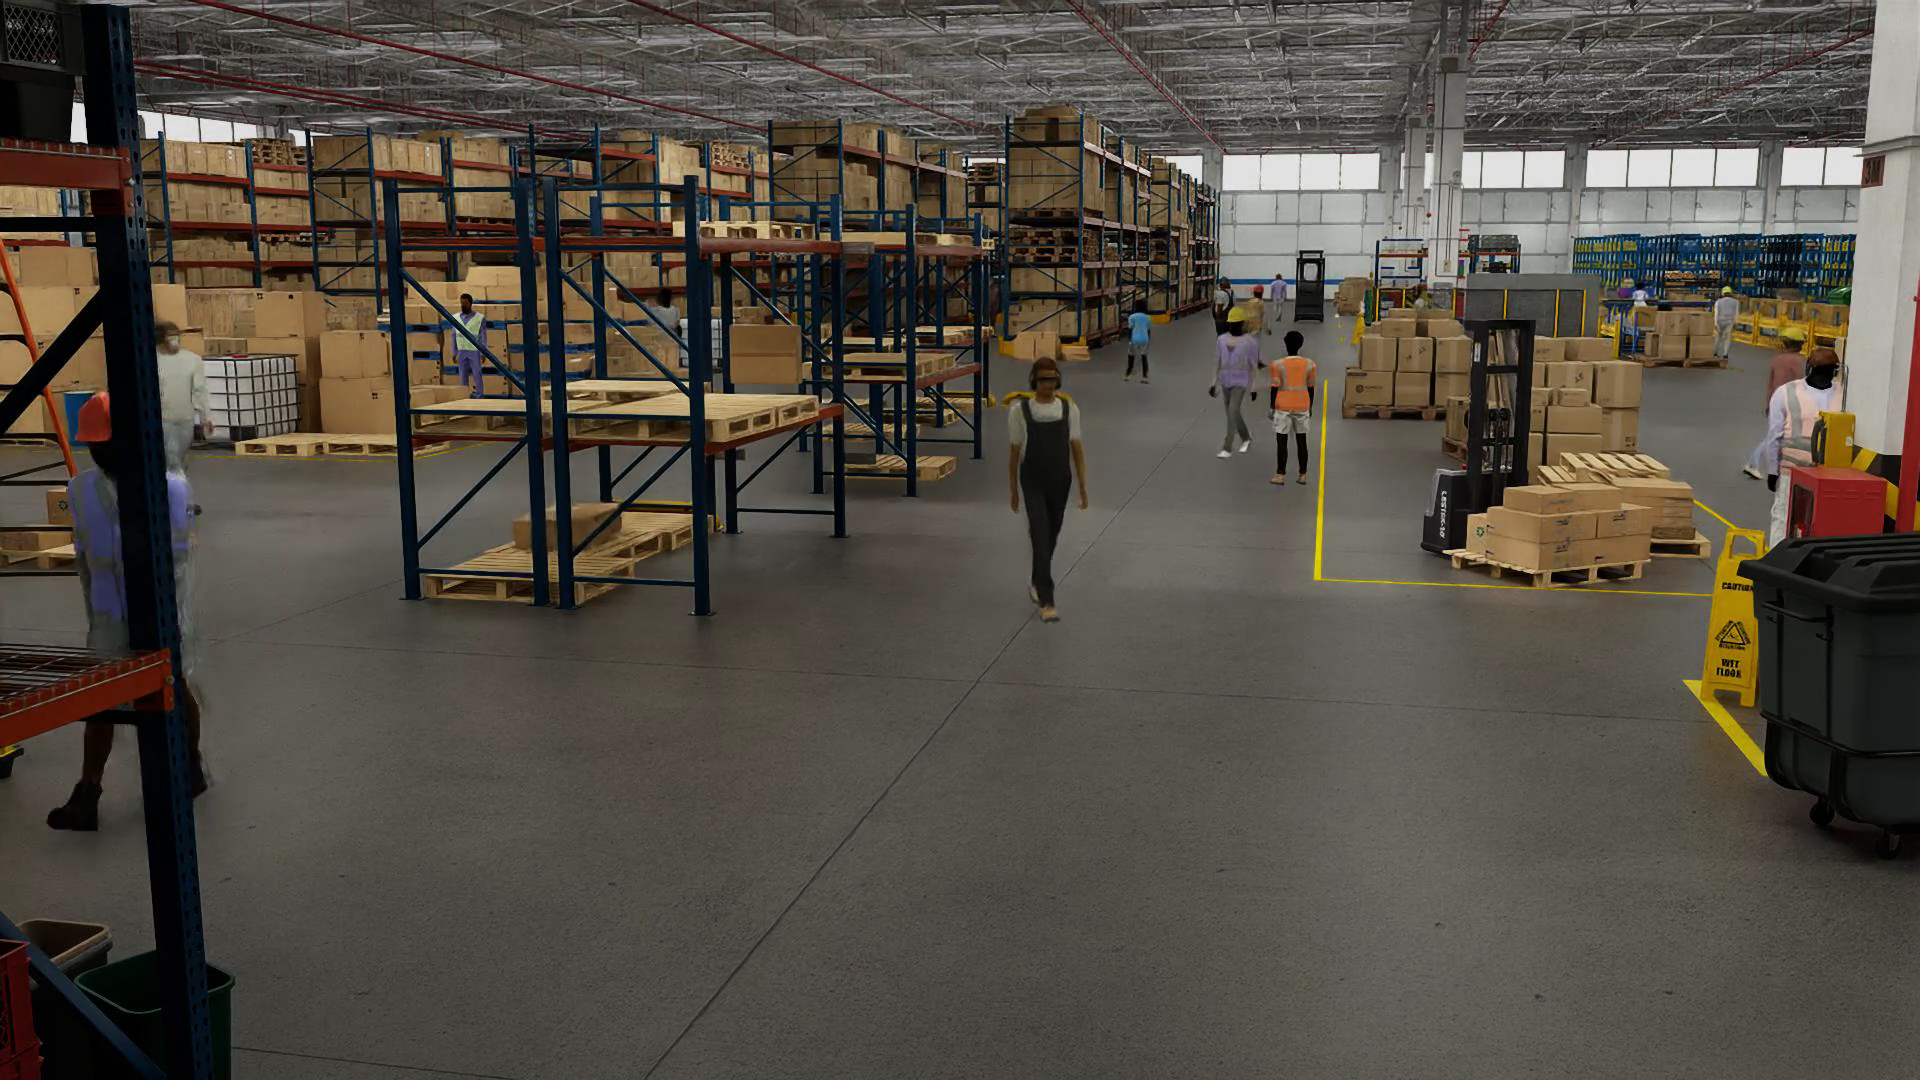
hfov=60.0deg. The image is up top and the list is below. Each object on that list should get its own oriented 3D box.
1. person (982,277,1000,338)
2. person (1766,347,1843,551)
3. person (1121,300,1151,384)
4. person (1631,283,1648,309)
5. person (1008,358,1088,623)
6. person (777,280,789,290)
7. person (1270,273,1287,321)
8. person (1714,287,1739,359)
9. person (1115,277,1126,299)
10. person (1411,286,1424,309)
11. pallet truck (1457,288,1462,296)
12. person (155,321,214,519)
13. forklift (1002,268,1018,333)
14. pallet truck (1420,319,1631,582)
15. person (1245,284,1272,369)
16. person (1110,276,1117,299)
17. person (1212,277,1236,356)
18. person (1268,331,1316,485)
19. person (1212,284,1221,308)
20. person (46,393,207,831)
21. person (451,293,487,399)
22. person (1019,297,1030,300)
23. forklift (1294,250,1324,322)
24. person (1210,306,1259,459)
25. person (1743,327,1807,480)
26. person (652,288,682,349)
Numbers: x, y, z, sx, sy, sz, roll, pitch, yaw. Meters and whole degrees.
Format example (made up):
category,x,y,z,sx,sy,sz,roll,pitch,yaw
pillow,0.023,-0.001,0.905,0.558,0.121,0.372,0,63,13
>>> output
category,x,y,z,sx,sy,sz,roll,pitch,yaw
person,0.972,-7.344,52.571,0.655,1.906,0.407,-5,11,-28
person,6.252,-0.494,12.225,0.620,1.838,0.429,1,10,7
person,3.546,-3.977,33.329,0.552,1.657,0.833,-4,10,-23
person,23.758,-8.154,58.149,0.569,1.634,0.916,2,10,10
person,0.598,-0.382,11.676,0.530,1.806,0.946,-2,10,-12
person,-7.695,-10.688,72.366,0.553,1.915,0.782,1,10,3
person,12.701,-9.682,66.404,0.659,1.908,0.750,2,10,10
person,19.097,-5.428,41.566,0.591,1.785,0.915,2,10,11
person,8.242,-12.864,85.305,0.671,1.898,0.689,-3,10,-19
person,10.687,-5.023,38.993,0.397,1.851,0.551,5,11,29
pallet truck,20.506,-9.785,68.819,0.653,1.274,1.630,2,10,12
person,-7.556,-1.156,16.015,1.026,1.890,0.638,8,13,40
forklift,2.095,-8.310,55.418,1.129,2.768,1.873,2,10,12
pallet truck,4.543,-0.757,13.299,0.823,1.965,1.885,-4,10,-22
person,6.732,-4.771,37.320,0.784,1.905,0.552,-5,11,-27
person,8.189,-13.356,88.410,0.634,1.826,0.712,0,10,0
person,6.689,-5.695,42.415,0.538,2.000,0.689,9,13,42
person,3.633,-1.442,18.242,0.541,1.695,0.315,-2,10,-10
person,9.602,-8.694,61.522,0.513,1.586,0.870,5,11,29
person,-3.642,0.318,7.241,0.562,1.888,0.946,0,10,0
person,-8.041,-3.076,27.267,0.590,1.919,0.392,1,10,7
person,2.164,-7.466,53.921,0.532,1.696,0.318,-5,11,-27
forklift,13.778,-10.002,65.433,1.129,2.768,1.873,2,10,12
person,3.503,-1.993,20.933,0.584,1.899,0.902,9,13,42
person,9.243,-1.534,18.707,0.899,1.724,0.532,-1,10,-3
person,-5.658,-3.880,31.972,0.609,1.939,0.842,-9,13,-42
